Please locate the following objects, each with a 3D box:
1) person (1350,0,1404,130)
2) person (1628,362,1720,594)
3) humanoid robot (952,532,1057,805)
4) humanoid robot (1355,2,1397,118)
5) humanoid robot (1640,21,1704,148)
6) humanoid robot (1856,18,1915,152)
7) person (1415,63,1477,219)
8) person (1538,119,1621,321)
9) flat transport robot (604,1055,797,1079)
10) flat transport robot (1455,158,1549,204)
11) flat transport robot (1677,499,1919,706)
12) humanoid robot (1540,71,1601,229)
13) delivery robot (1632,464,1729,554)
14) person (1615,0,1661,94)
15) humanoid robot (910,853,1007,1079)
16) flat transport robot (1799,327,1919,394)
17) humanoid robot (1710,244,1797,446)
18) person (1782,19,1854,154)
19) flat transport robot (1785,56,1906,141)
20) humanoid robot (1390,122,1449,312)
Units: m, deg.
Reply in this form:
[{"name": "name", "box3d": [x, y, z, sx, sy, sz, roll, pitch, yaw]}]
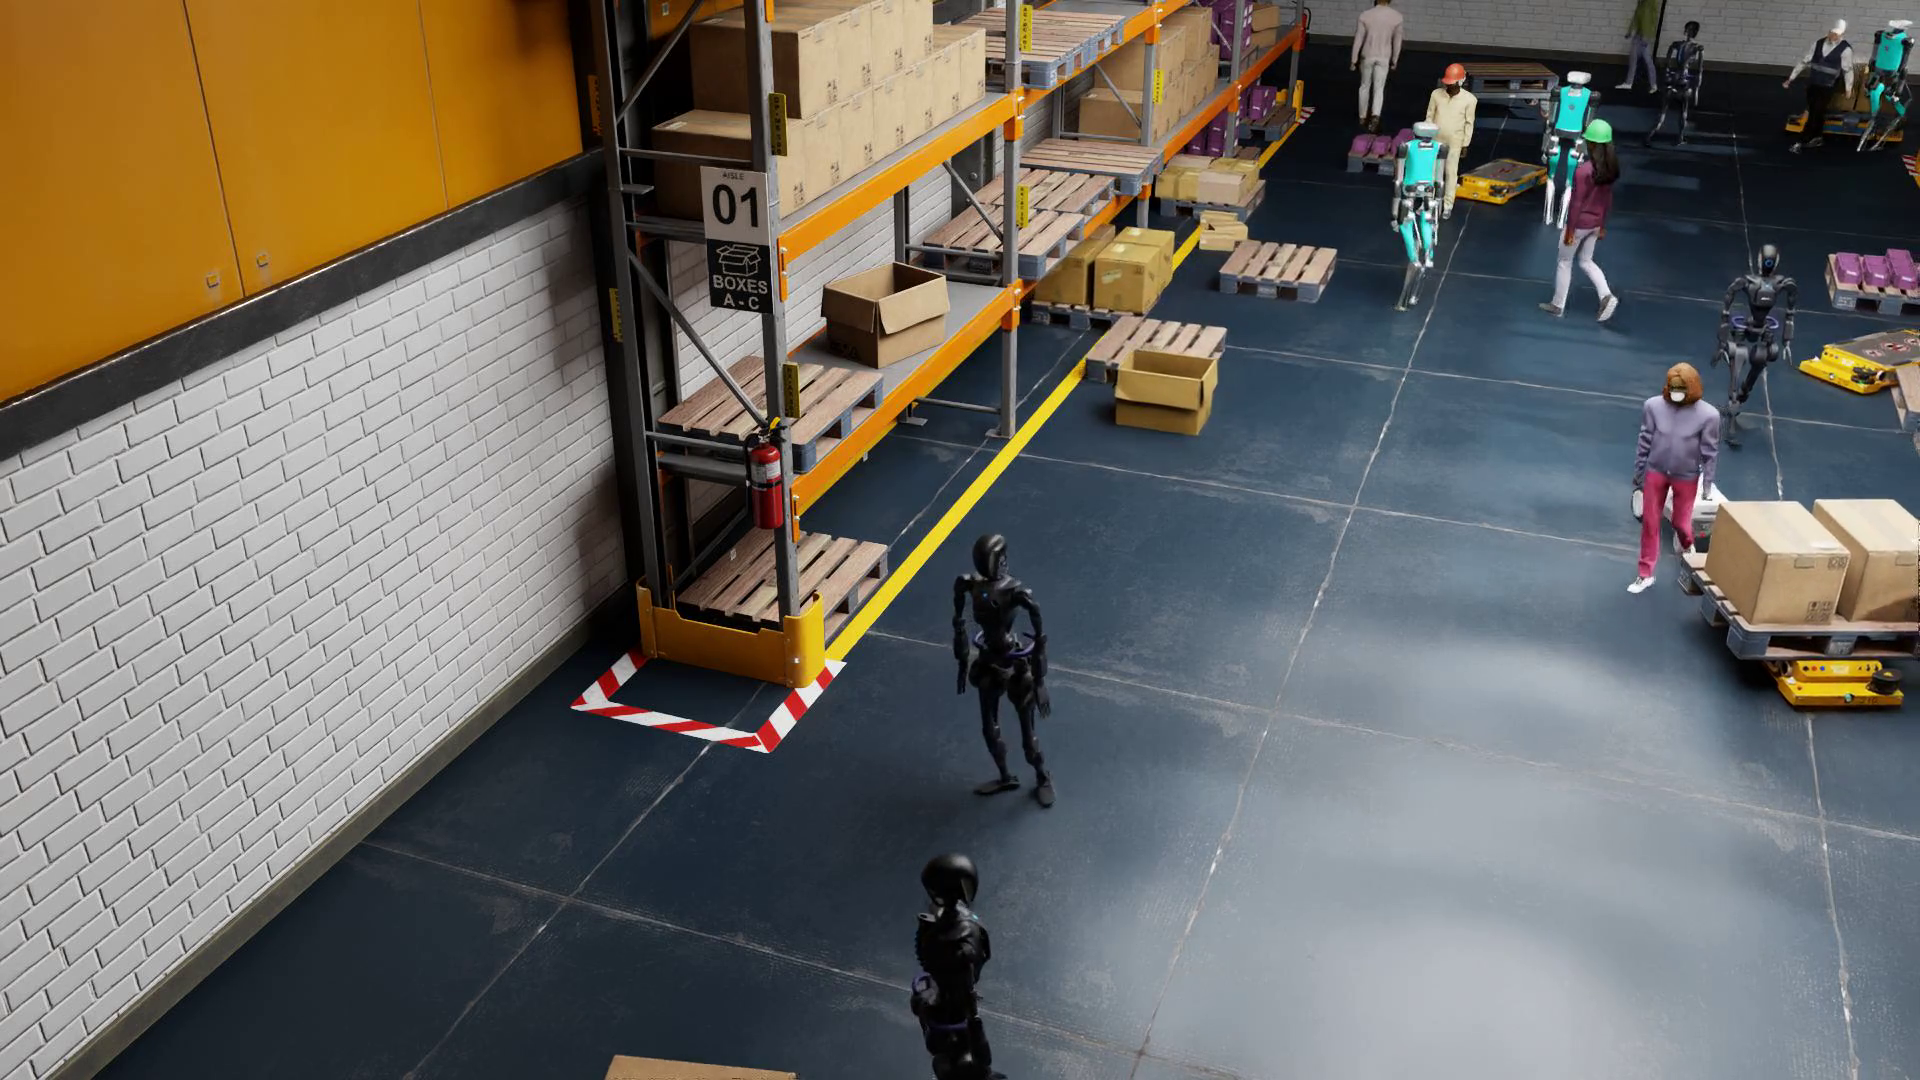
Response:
[{"name": "person", "box3d": [5.682, -6.574, 22.726, 0.654, 1.902, 0.867, 5, 28, 9]}, {"name": "person", "box3d": [4.797, -0.453, 11.166, 0.537, 1.605, 0.645, 19, 33, 33]}, {"name": "humanoid robot", "box3d": [0.257, 0.679, 8.895, 0.597, 1.641, 0.406, 16, 31, 28]}, {"name": "humanoid robot", "box3d": [5.815, -6.726, 23.260, 0.600, 1.641, 0.456, 10, 29, 18]}, {"name": "humanoid robot", "box3d": [9.409, -5.962, 21.858, 0.786, 1.645, 0.599, -17, 32, -30]}, {"name": "humanoid robot", "box3d": [12.051, -5.813, 21.486, 0.774, 1.826, 0.559, -13, 30, -23]}, {"name": "person", "box3d": [5.543, -4.555, 18.975, 0.562, 1.741, 0.336, 18, 32, 30]}, {"name": "person", "box3d": [5.970, -3.003, 15.768, 0.495, 1.930, 0.738, -14, 30, -24]}, {"name": "flat transport robot", "box3d": [-1.094, 2.882, 6.161, 1.431, 0.231, 0.659, -16, 31, -28]}, {"name": "flat transport robot", "box3d": [6.584, -4.367, 20.222, 0.659, 0.231, 1.431, 21, 34, 35]}, {"name": "flat transport robot", "box3d": [5.323, 0.601, 10.584, 0.659, 0.231, 1.431, 0, 27, 0]}, {"name": "humanoid robot", "box3d": [6.815, -4.367, 18.657, 0.546, 1.826, 0.662, 13, 30, 24]}, {"name": "delivery robot", "box3d": [5.228, -0.273, 11.966, 0.499, 0.593, 0.797, -1, 27, -1]}, {"name": "person", "box3d": [10.270, -7.538, 24.893, 0.415, 1.621, 0.688, -7, 28, -14]}, {"name": "humanoid robot", "box3d": [-0.005, 1.910, 6.505, 0.335, 1.650, 0.599, -8, 28, -15]}, {"name": "flat transport robot", "box3d": [8.285, -1.607, 14.868, 1.431, 0.231, 0.659, -13, 30, -24]}, {"name": "humanoid robot", "box3d": [6.376, -1.576, 13.326, 0.610, 1.628, 0.788, 4, 28, 8]}, {"name": "person", "box3d": [11.193, -5.909, 21.646, 0.901, 1.702, 0.729, -15, 31, -27]}, {"name": "flat transport robot", "box3d": [12.119, -5.678, 22.764, 1.431, 0.231, 0.659, 13, 30, 24]}, {"name": "humanoid robot", "box3d": [4.506, -3.085, 16.155, 0.562, 1.794, 0.834, -5, 28, -9]}]
